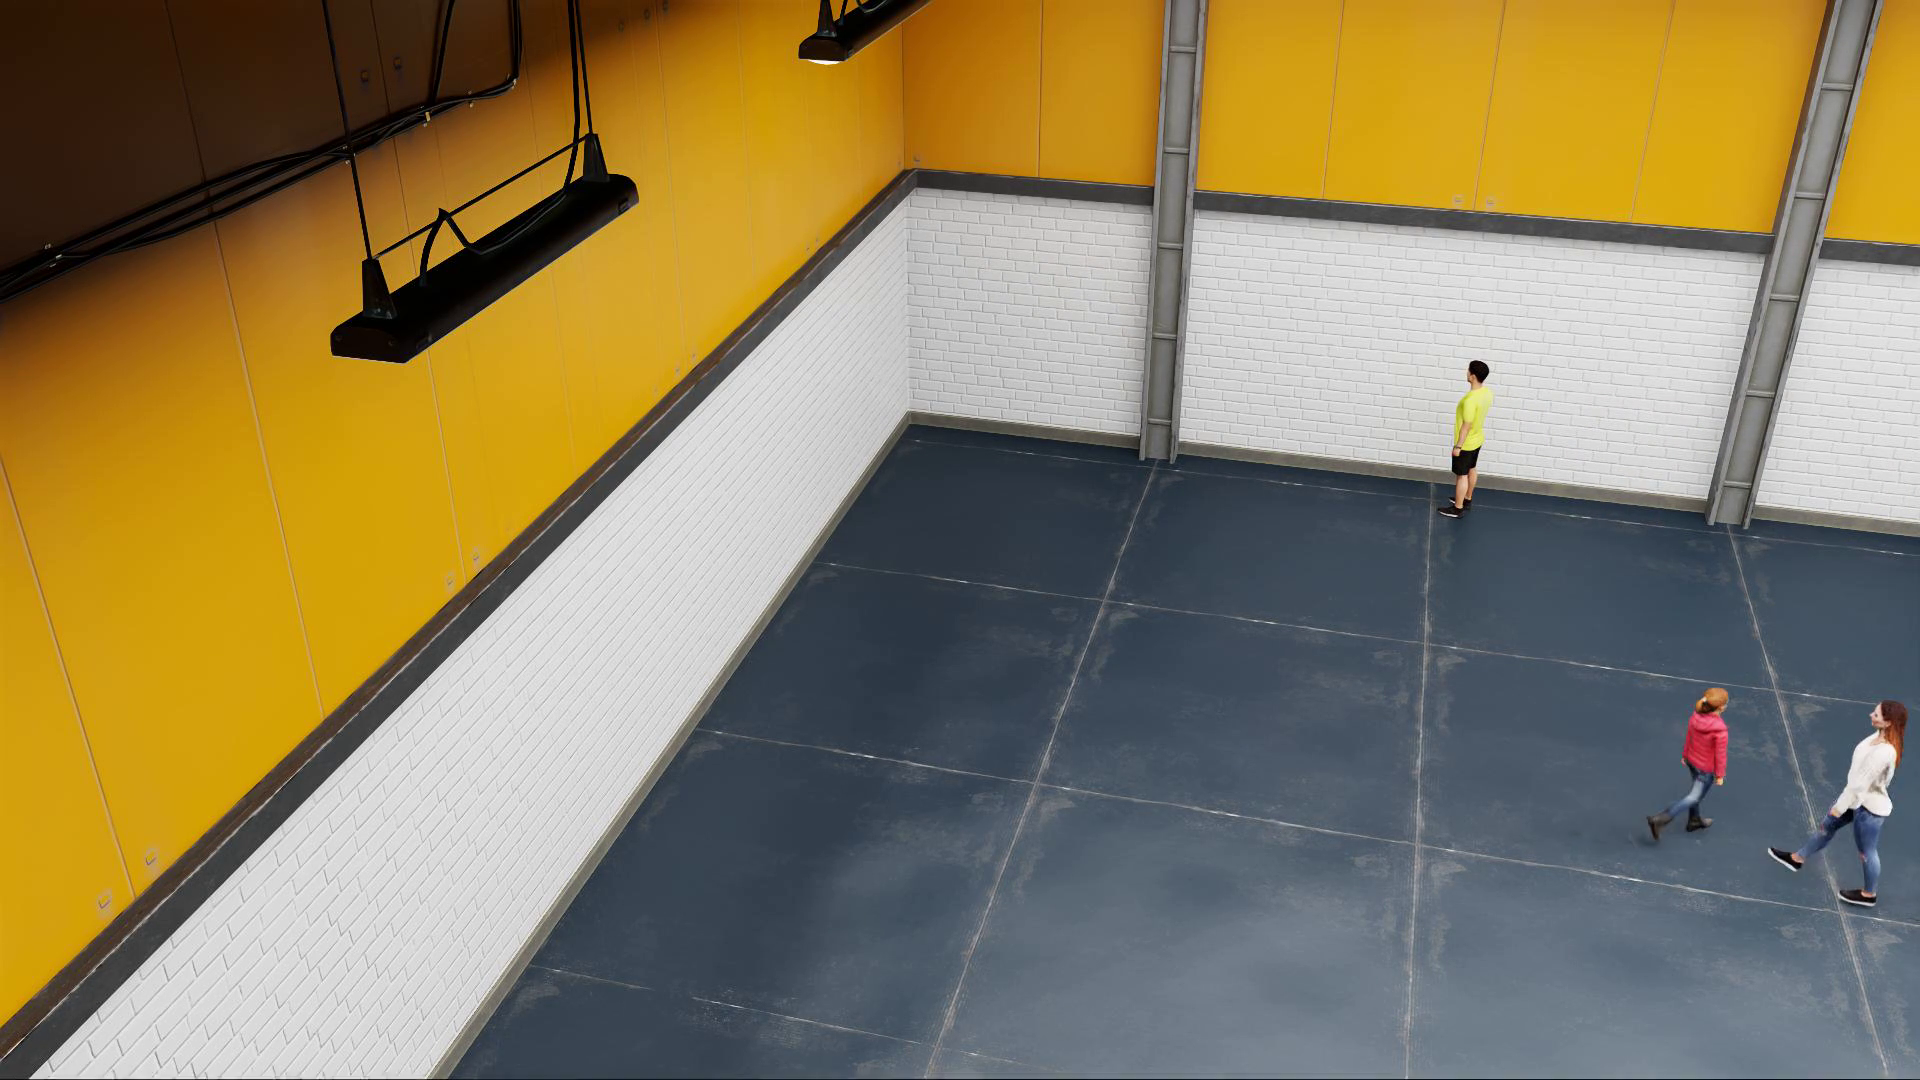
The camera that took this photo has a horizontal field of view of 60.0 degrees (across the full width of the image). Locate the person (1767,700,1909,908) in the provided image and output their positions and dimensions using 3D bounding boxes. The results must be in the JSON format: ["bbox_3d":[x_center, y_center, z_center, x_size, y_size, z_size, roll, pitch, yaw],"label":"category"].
[{"bbox_3d":[6.521,1.910,11.827,1.039,1.663,0.754,14,32,24],"label":"person"}]

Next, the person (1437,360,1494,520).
[{"bbox_3d":[5.278,-1.057,17.217,0.679,1.708,0.696,22,36,34],"label":"person"}]

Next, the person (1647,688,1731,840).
[{"bbox_3d":[5.537,1.714,12.570,0.937,1.295,0.749,-5,29,-9],"label":"person"}]
